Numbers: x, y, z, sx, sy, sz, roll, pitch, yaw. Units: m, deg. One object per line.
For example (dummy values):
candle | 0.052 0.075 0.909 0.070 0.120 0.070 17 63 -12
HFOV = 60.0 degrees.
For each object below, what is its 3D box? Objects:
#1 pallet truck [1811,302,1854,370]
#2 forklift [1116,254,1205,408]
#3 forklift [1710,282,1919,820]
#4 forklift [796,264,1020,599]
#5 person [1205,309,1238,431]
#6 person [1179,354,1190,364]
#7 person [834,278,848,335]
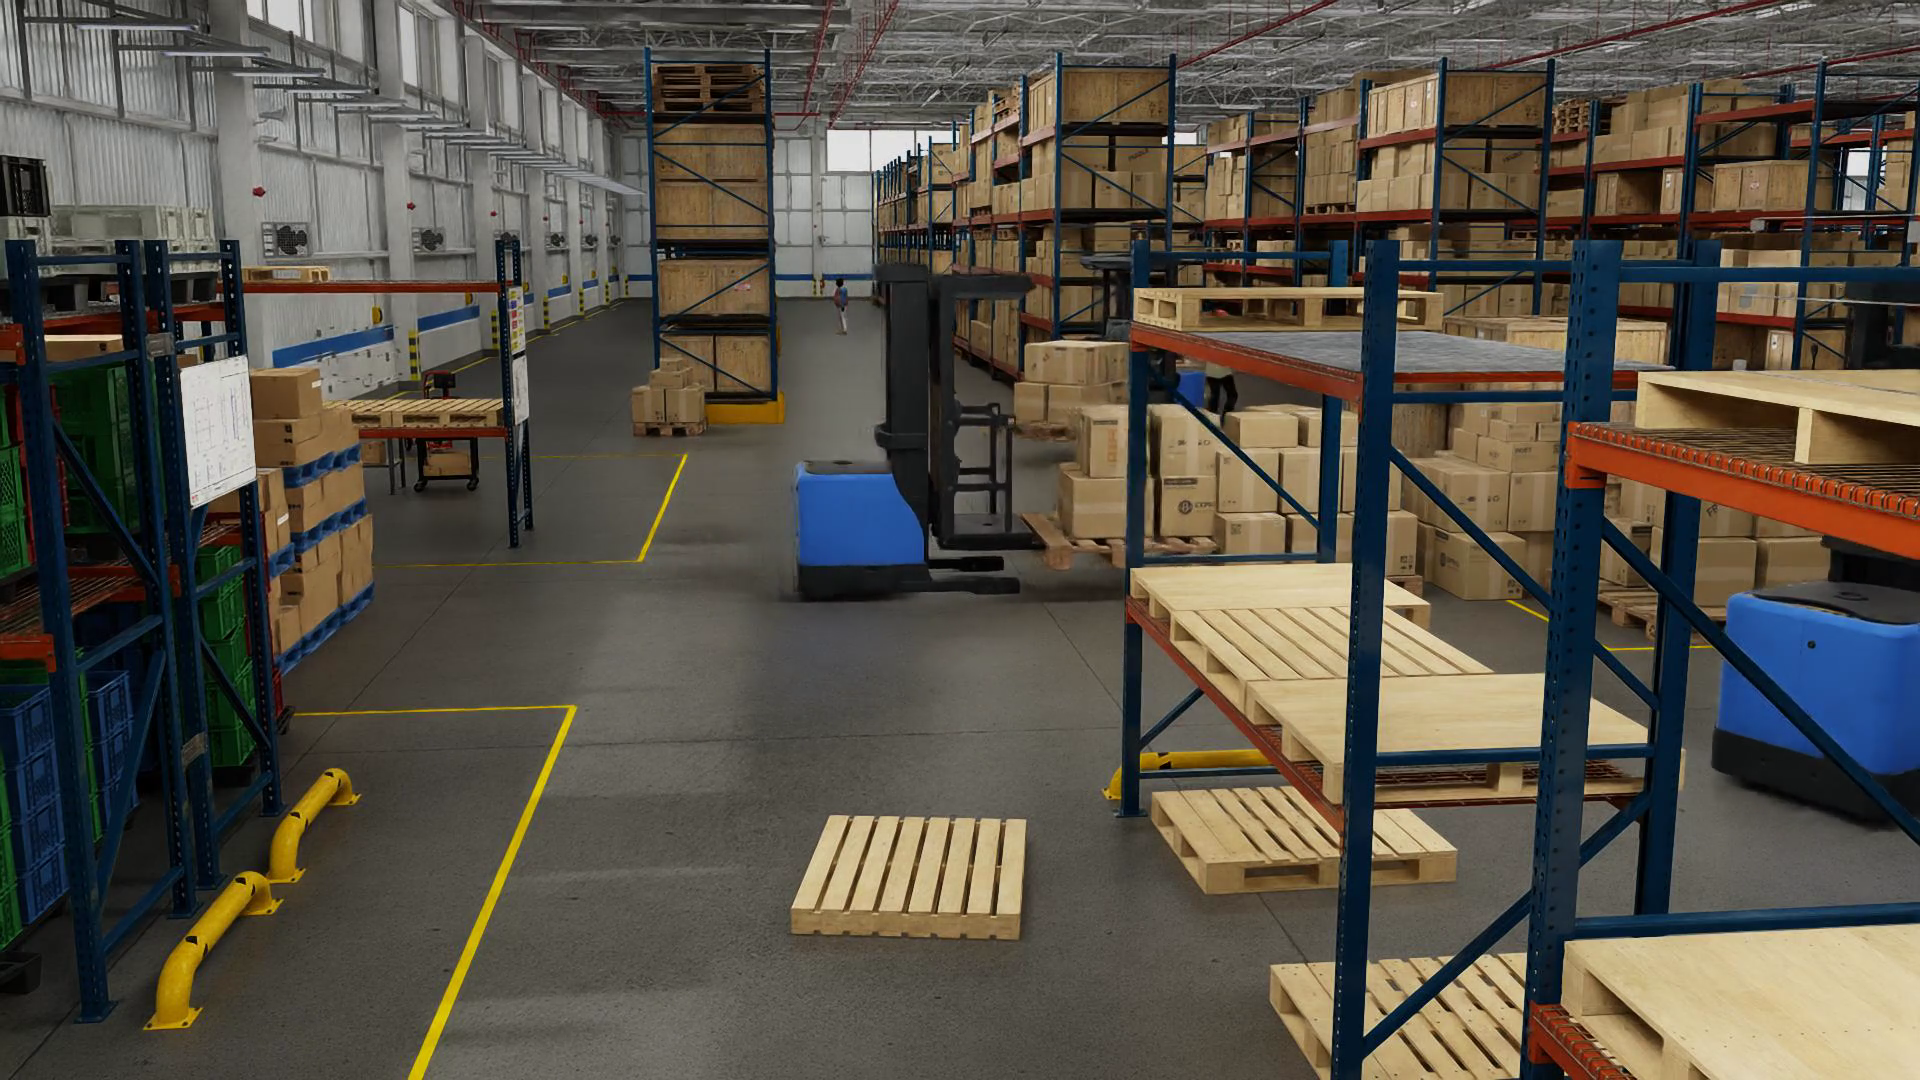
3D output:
pallet truck | 15.846 -3.142 28.793 1.885 1.965 0.823 2 10 12
forklift | 2.749 -2.797 24.430 1.129 2.768 1.873 7 13 35
forklift | 5.266 -0.038 9.144 1.873 2.768 1.129 -6 12 -28
forklift | -0.482 -0.975 14.336 1.873 2.768 1.129 -1 10 -6
person | 4.031 -2.571 25.748 0.559 1.964 0.628 -8 13 -37
person | 4.764 -4.190 35.626 0.524 1.621 0.613 1 10 4
person | -3.830 -7.522 53.526 0.429 1.836 0.631 -4 11 -19
